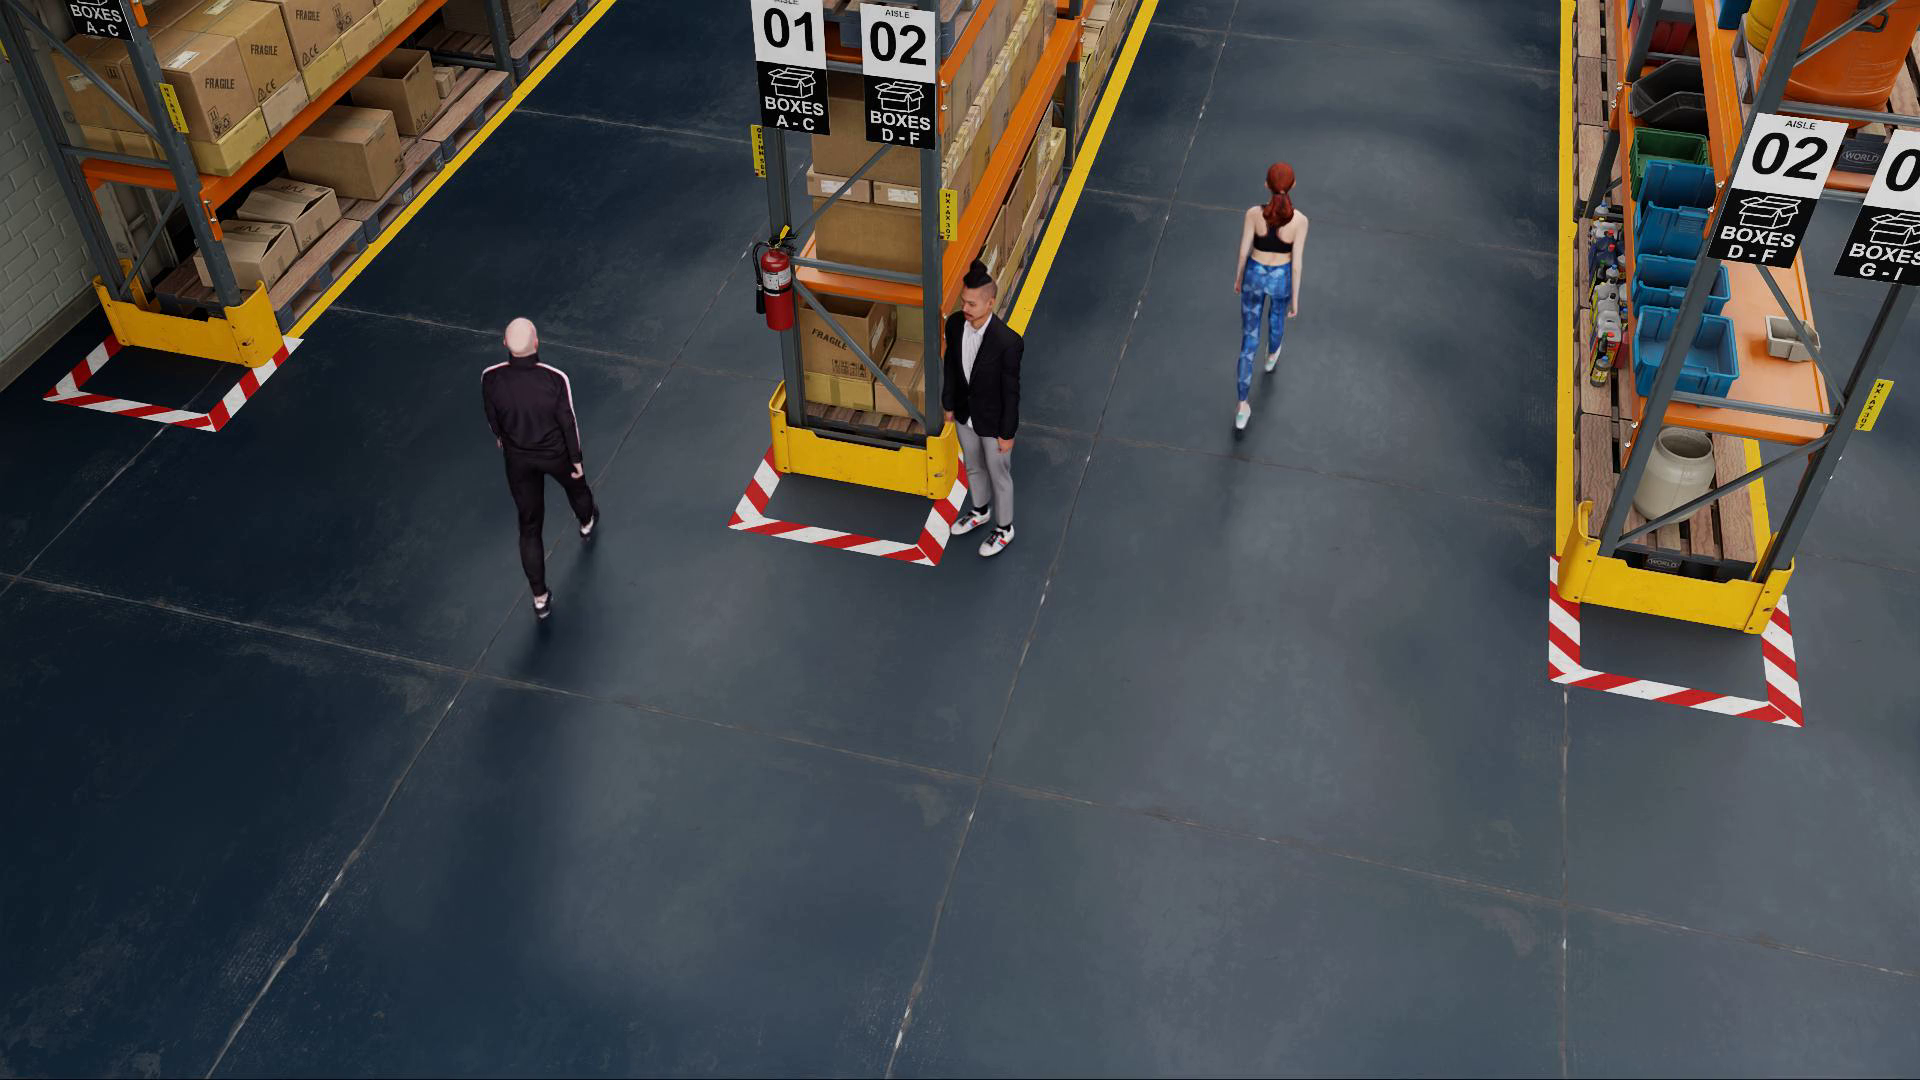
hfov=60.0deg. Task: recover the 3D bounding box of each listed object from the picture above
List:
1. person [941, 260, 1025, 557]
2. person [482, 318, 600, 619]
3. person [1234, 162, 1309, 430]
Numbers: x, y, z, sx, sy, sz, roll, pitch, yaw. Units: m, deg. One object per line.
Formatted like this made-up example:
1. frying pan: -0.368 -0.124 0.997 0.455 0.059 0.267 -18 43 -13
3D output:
1. person: 0.152 -0.775 9.642 0.796 1.953 0.776 30 51 28
2. person: -2.377 -0.382 9.339 0.960 1.790 1.317 -3 43 -4
3. person: 1.924 -1.514 10.596 0.575 1.730 1.194 10 44 11
